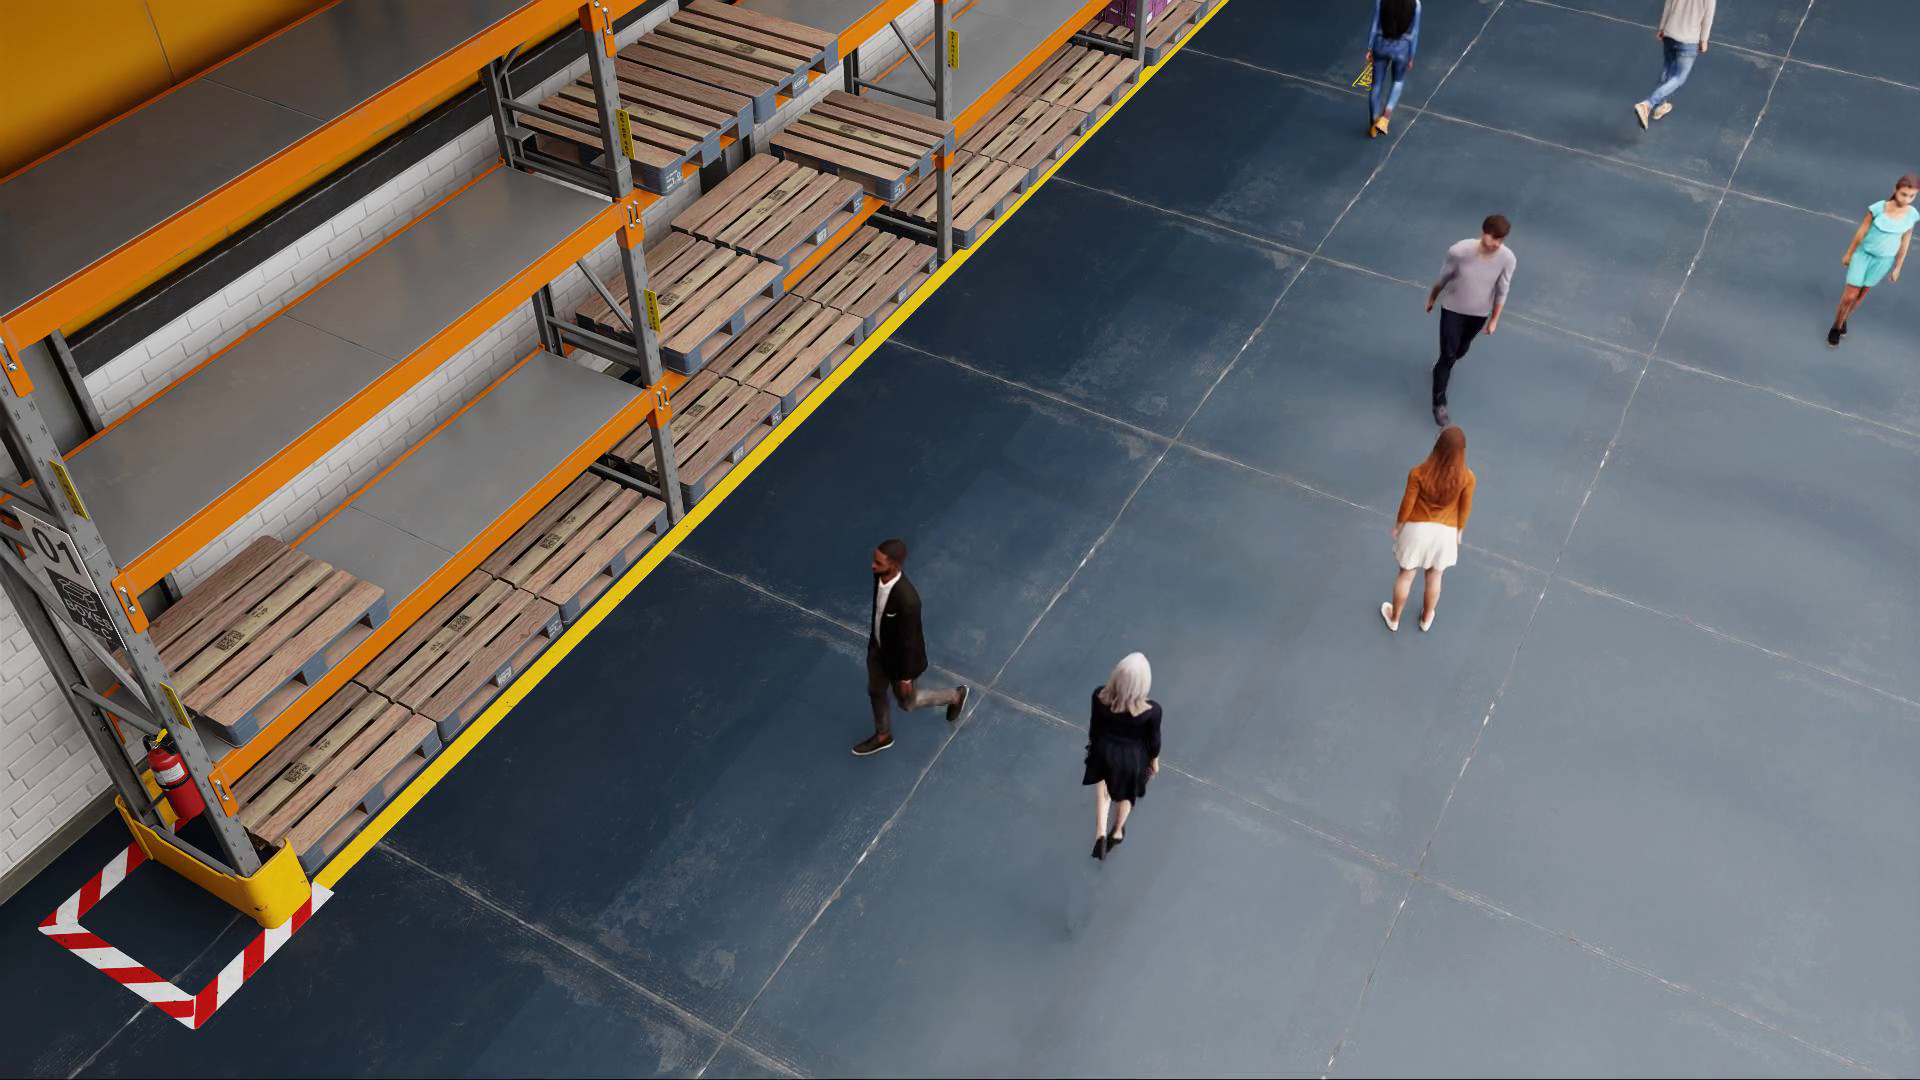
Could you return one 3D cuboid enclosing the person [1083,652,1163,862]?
[{"bbox_3d":[0.910,1.325,9.659,0.704,1.736,0.799,14,45,14],"label":"person"}]

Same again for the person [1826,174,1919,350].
[{"bbox_3d":[7.496,-2.355,13.659,0.643,1.546,0.751,13,45,13],"label":"person"}]

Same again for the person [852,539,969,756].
[{"bbox_3d":[-0.315,0.671,10.311,1.148,1.783,0.973,-22,48,-21],"label":"person"}]

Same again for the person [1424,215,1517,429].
[{"bbox_3d":[3.913,-1.825,12.931,0.993,1.783,1.263,11,45,11],"label":"person"}]

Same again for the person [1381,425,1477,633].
[{"bbox_3d":[3.138,-0.053,11.116,0.703,1.722,0.695,5,44,6],"label":"person"}]

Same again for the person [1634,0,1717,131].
[{"bbox_3d":[6.915,-4.833,16.016,1.141,1.884,0.951,-26,49,-24],"label":"person"}]

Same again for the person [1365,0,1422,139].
[{"bbox_3d":[4.106,-4.603,15.904,0.695,1.704,0.746,14,45,14],"label":"person"}]
